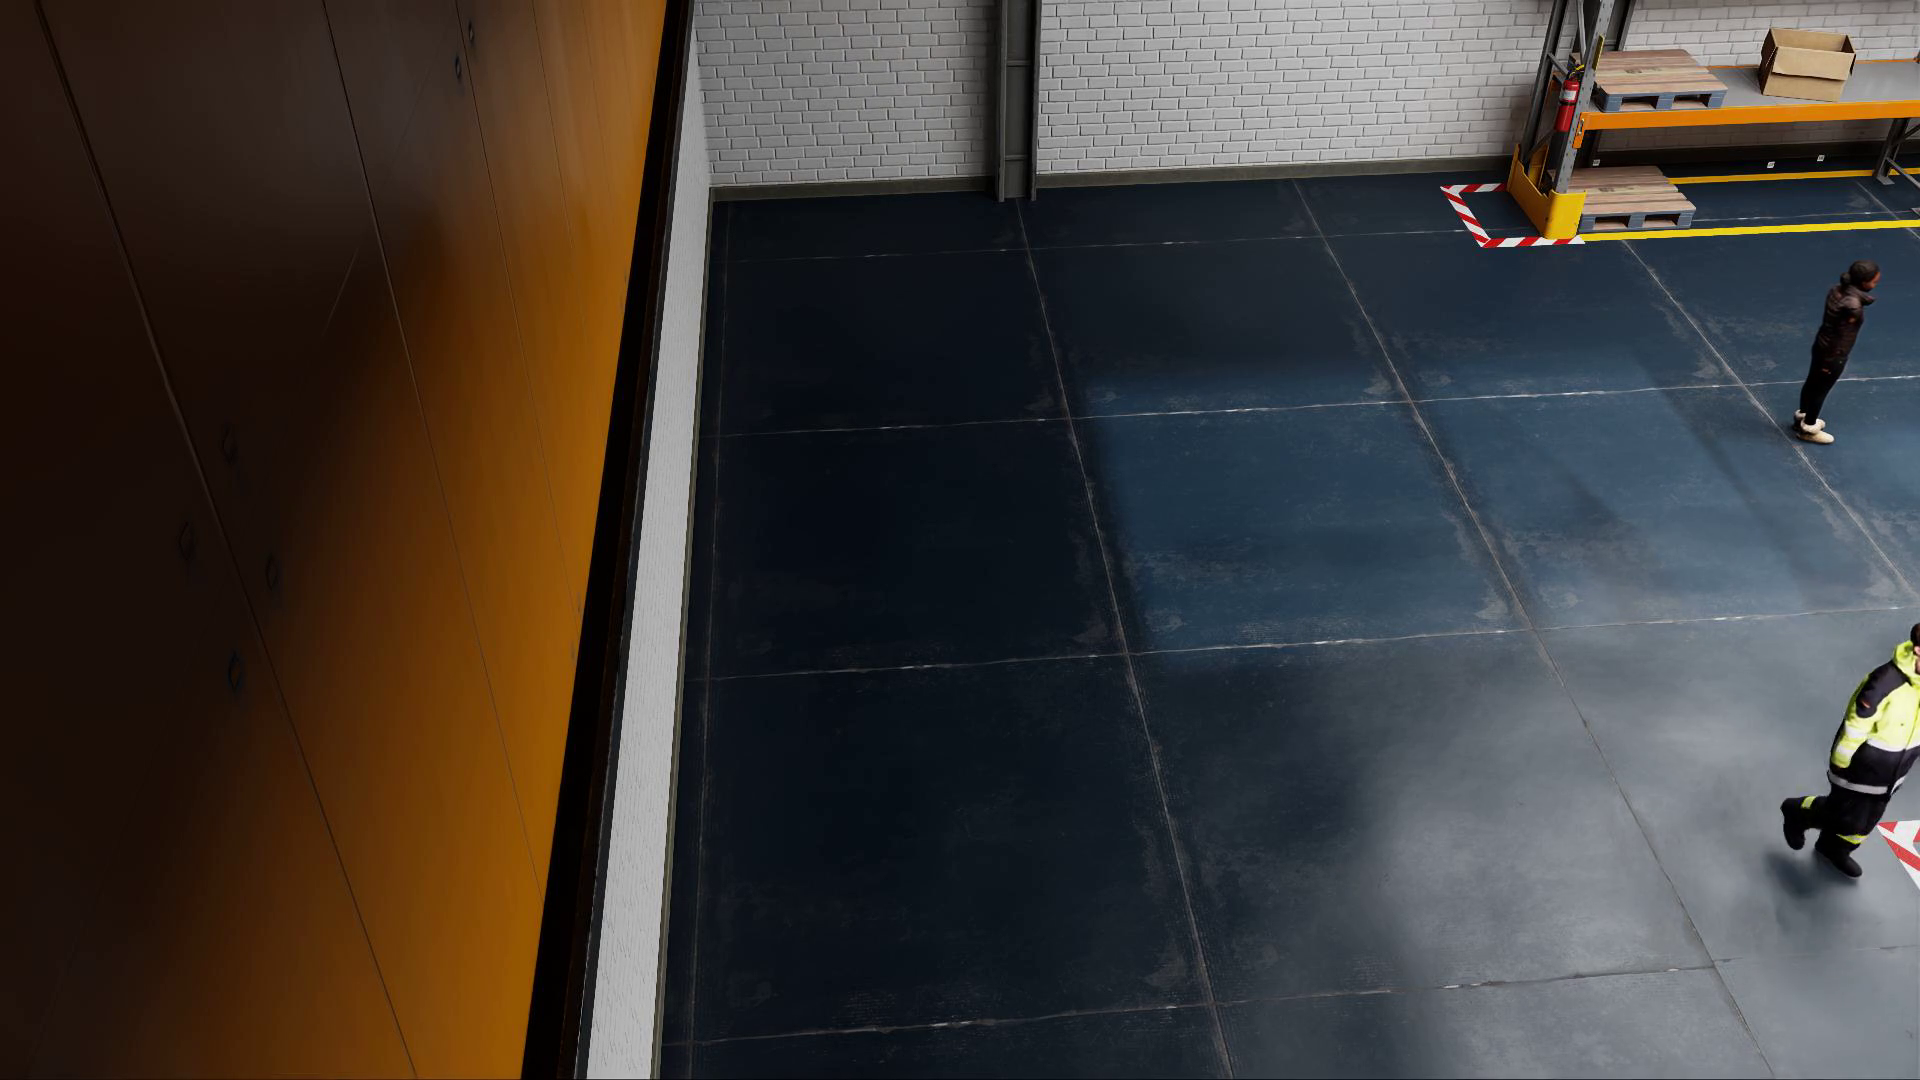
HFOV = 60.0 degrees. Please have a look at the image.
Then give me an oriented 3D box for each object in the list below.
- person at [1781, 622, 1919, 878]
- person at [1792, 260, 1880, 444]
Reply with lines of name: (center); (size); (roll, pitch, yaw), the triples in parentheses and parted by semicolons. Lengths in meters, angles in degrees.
person: (5.404, 1.189, 9.911); (0.867, 1.964, 0.958); (-16, 41, -19)
person: (7.097, -1.543, 13.574); (0.651, 1.662, 0.583); (-1, 39, -1)
